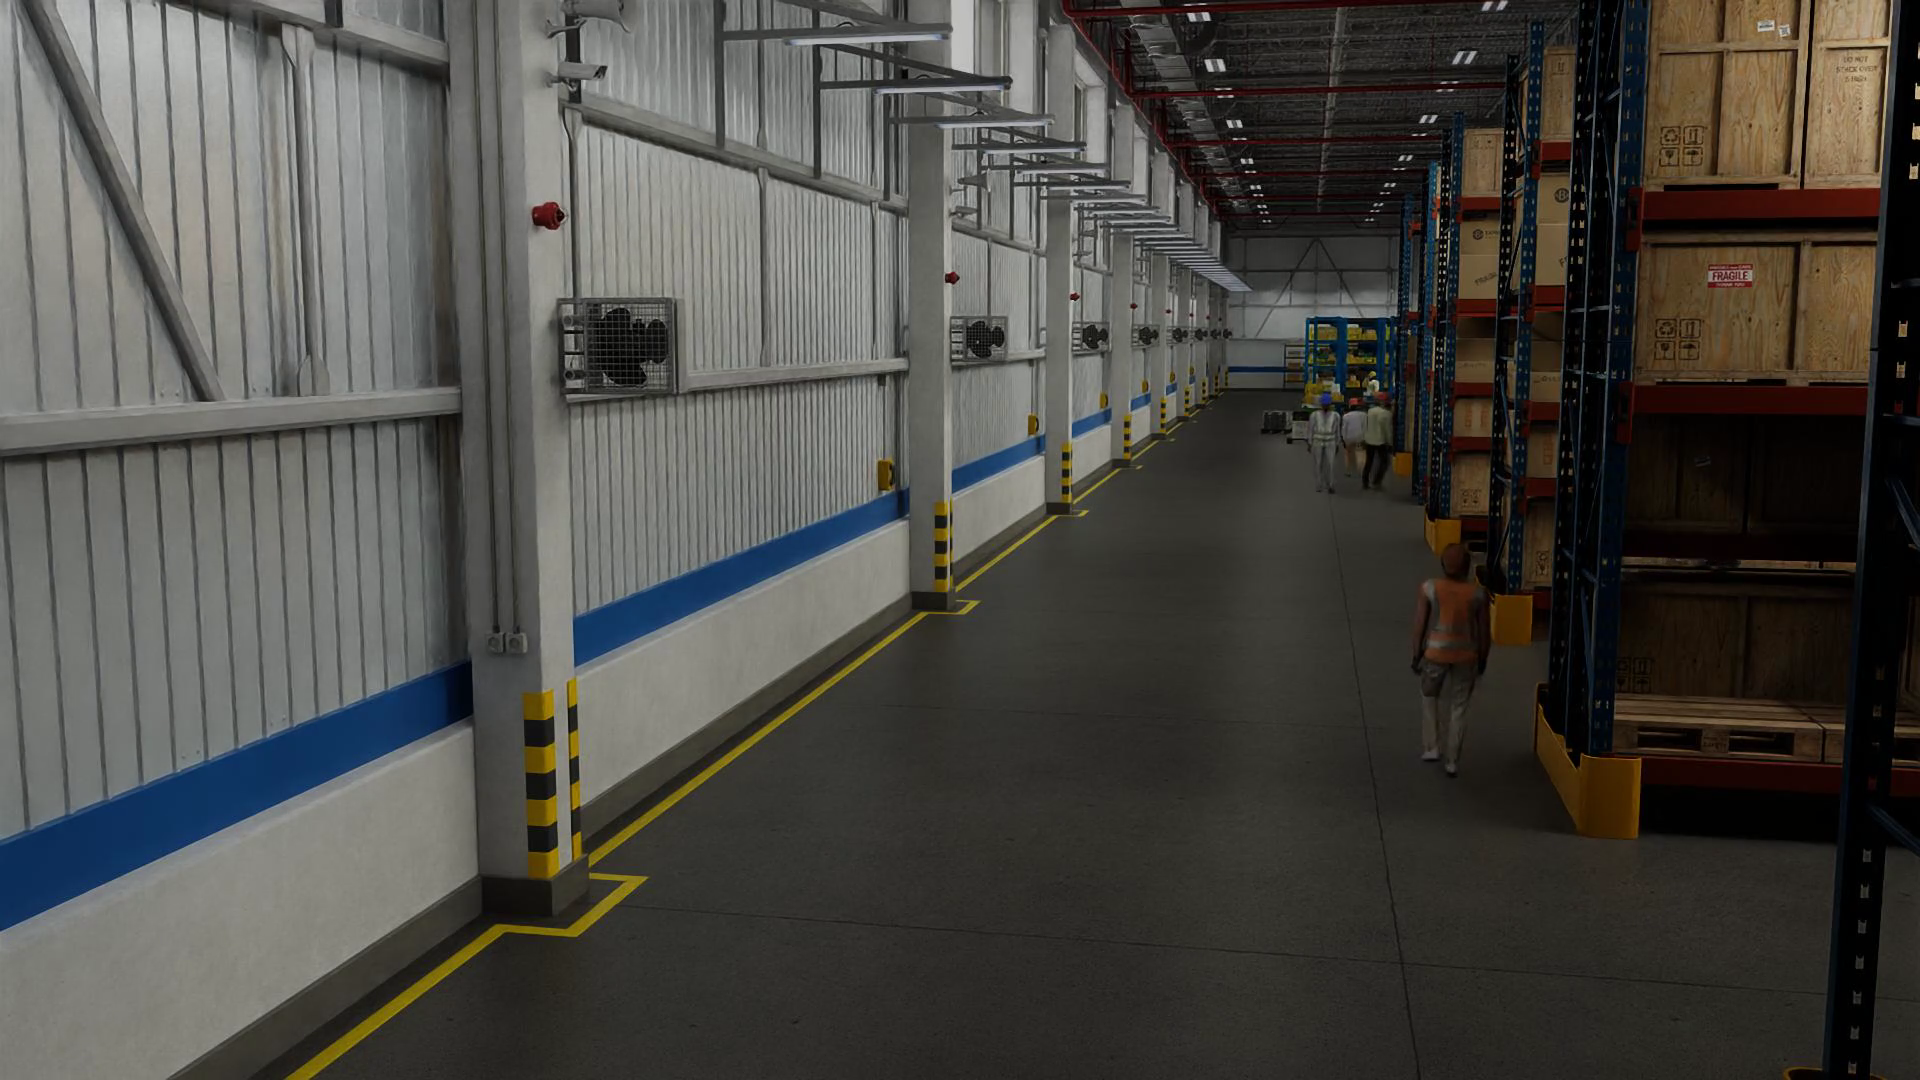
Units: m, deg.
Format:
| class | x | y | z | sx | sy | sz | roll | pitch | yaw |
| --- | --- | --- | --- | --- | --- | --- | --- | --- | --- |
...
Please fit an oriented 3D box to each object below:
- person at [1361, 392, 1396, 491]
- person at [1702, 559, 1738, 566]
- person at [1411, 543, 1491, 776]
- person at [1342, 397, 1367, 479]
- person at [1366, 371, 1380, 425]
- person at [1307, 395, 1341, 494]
| class | x | y | z | sx | sy | sz | roll | pitch | yaw |
| --- | --- | --- | --- | --- | --- | --- | --- | --- | --- |
| person | 8.161 | -1.907 | 32.409 | 0.472 | 1.945 | 0.688 | -5 | 8 | -32 |
| person | 6.523 | 0.453 | 14.407 | 0.851 | 1.707 | 0.499 | 7 | 10 | 43 |
| person | 3.460 | 0.827 | 11.737 | 0.548 | 1.616 | 0.563 | 1 | 7 | 10 |
| person | 8.395 | -2.172 | 35.382 | 0.555 | 1.725 | 0.818 | 0 | 7 | 2 |
| person | 13.561 | -4.641 | 54.703 | 0.590 | 1.835 | 0.404 | -7 | 10 | -44 |
| person | 6.987 | -1.825 | 31.914 | 0.632 | 1.893 | 1.000 | 1 | 7 | 10 |
